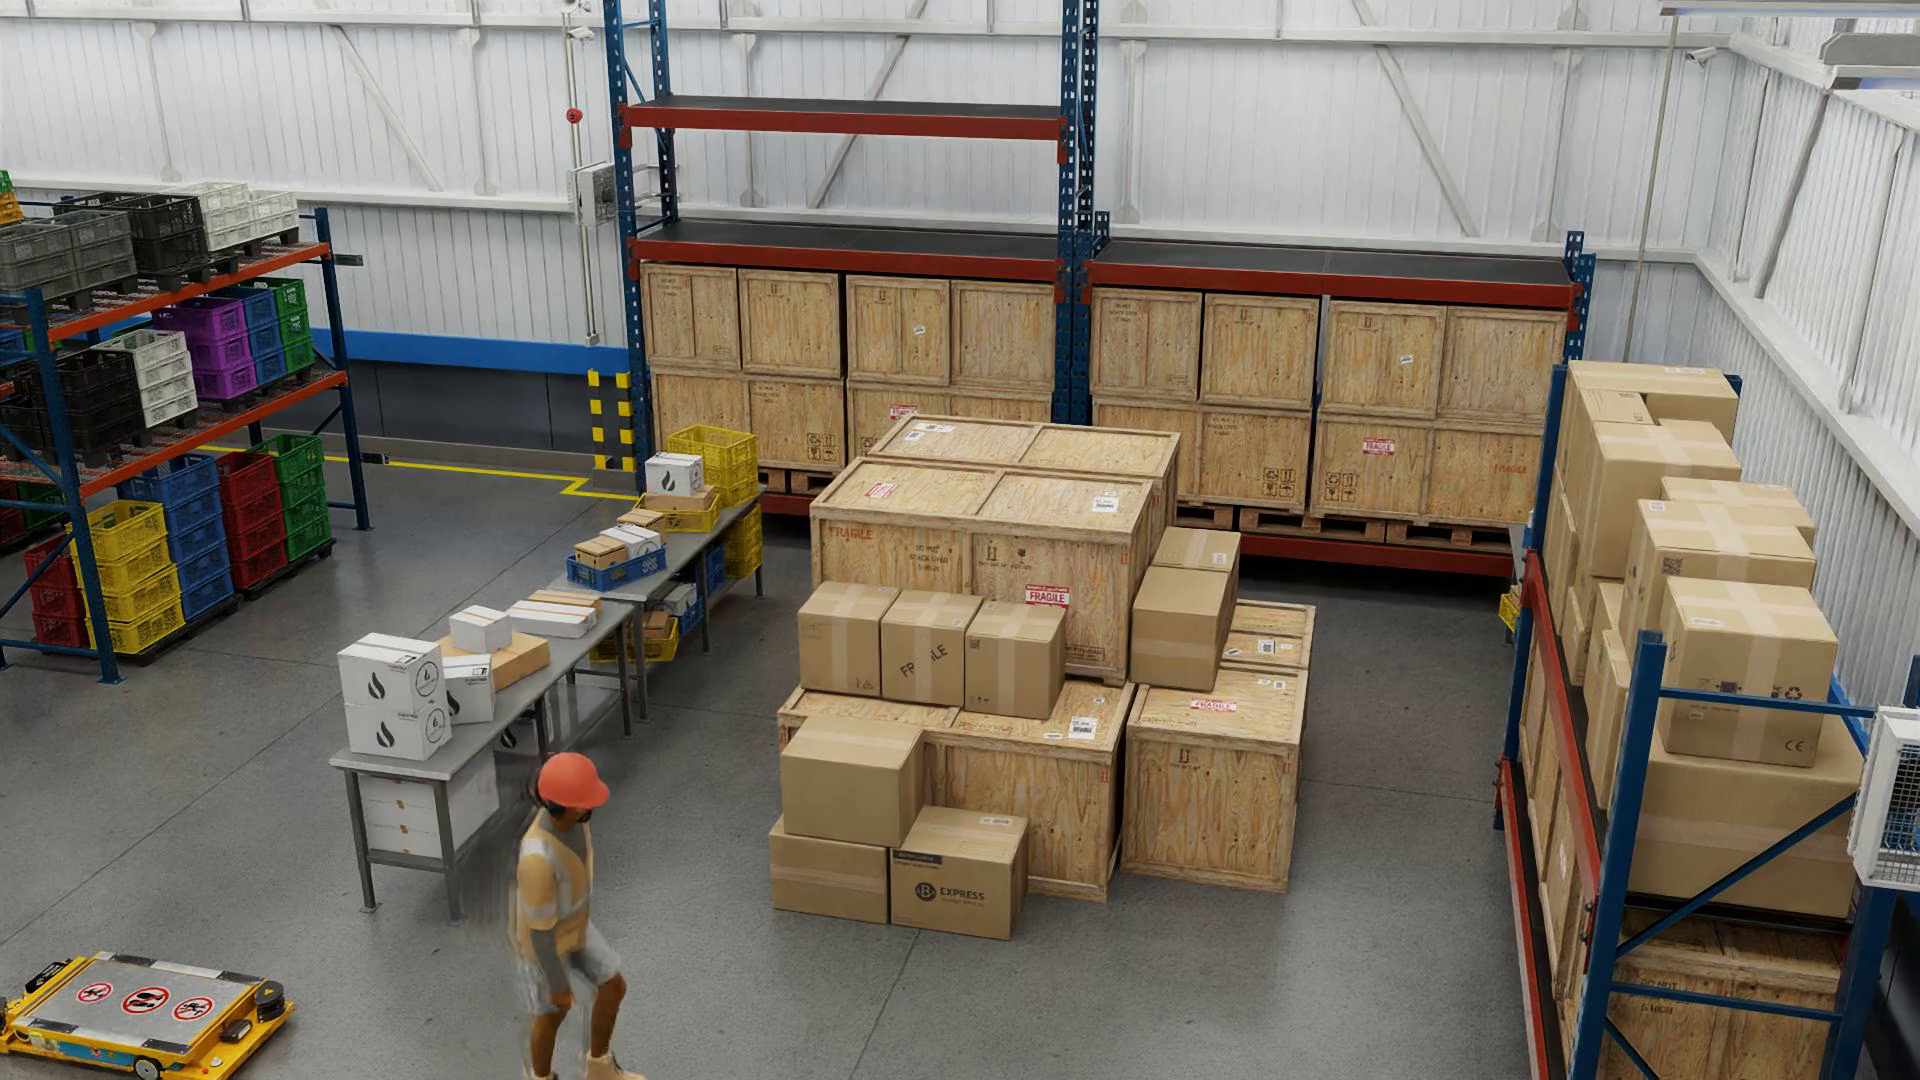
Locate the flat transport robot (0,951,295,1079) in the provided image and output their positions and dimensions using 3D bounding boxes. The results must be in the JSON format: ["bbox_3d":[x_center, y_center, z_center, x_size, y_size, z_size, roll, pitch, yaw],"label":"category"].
[{"bbox_3d":[-4.270,2.464,8.601,1.431,0.231,0.659,5,22,13],"label":"flat transport robot"}]

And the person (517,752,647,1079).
[{"bbox_3d":[-1.793,1.859,7.736,0.706,2.008,0.638,4,21,10],"label":"person"}]
